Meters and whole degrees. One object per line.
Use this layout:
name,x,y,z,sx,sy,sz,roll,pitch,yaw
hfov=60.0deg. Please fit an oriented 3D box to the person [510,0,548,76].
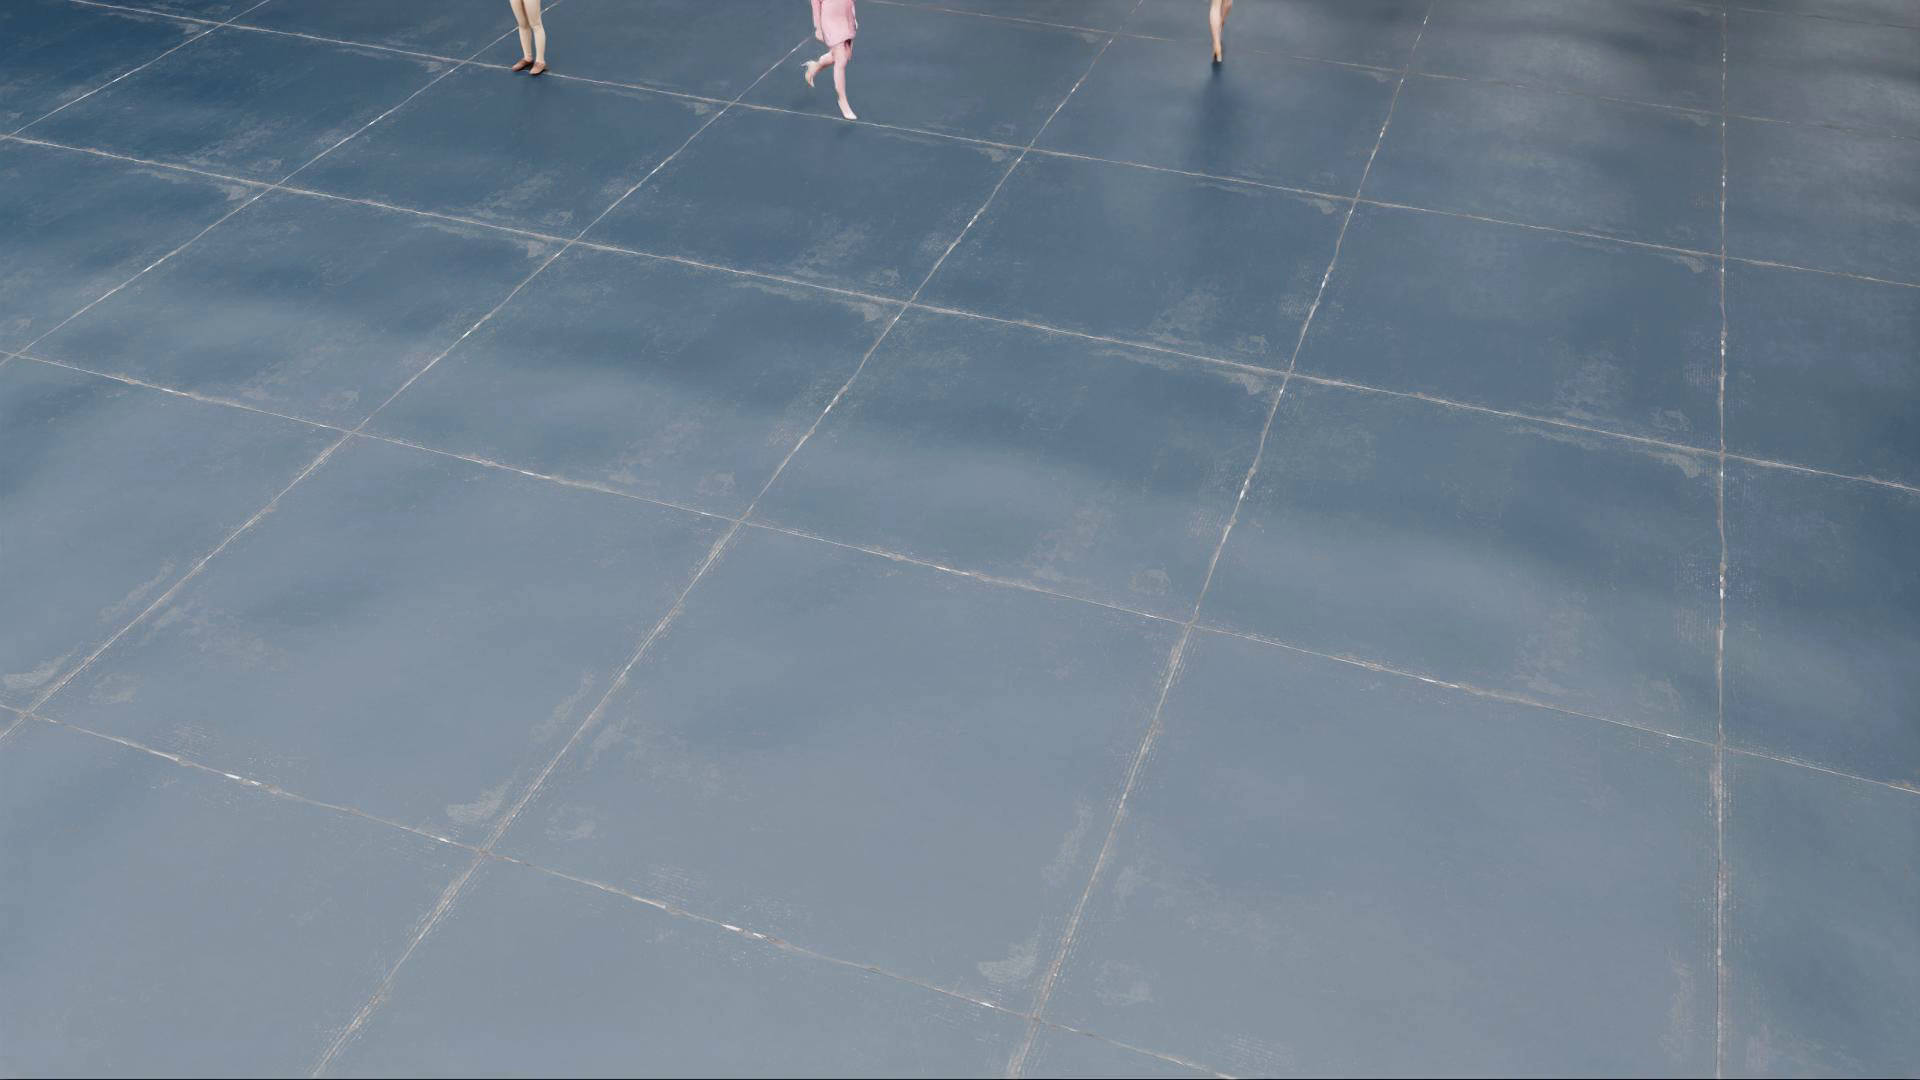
person,-4.260,-5.421,16.247,0.628,1.652,0.571,13,40,16

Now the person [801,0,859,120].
person,-1.204,-4.806,15.359,0.892,1.779,1.004,28,46,31
